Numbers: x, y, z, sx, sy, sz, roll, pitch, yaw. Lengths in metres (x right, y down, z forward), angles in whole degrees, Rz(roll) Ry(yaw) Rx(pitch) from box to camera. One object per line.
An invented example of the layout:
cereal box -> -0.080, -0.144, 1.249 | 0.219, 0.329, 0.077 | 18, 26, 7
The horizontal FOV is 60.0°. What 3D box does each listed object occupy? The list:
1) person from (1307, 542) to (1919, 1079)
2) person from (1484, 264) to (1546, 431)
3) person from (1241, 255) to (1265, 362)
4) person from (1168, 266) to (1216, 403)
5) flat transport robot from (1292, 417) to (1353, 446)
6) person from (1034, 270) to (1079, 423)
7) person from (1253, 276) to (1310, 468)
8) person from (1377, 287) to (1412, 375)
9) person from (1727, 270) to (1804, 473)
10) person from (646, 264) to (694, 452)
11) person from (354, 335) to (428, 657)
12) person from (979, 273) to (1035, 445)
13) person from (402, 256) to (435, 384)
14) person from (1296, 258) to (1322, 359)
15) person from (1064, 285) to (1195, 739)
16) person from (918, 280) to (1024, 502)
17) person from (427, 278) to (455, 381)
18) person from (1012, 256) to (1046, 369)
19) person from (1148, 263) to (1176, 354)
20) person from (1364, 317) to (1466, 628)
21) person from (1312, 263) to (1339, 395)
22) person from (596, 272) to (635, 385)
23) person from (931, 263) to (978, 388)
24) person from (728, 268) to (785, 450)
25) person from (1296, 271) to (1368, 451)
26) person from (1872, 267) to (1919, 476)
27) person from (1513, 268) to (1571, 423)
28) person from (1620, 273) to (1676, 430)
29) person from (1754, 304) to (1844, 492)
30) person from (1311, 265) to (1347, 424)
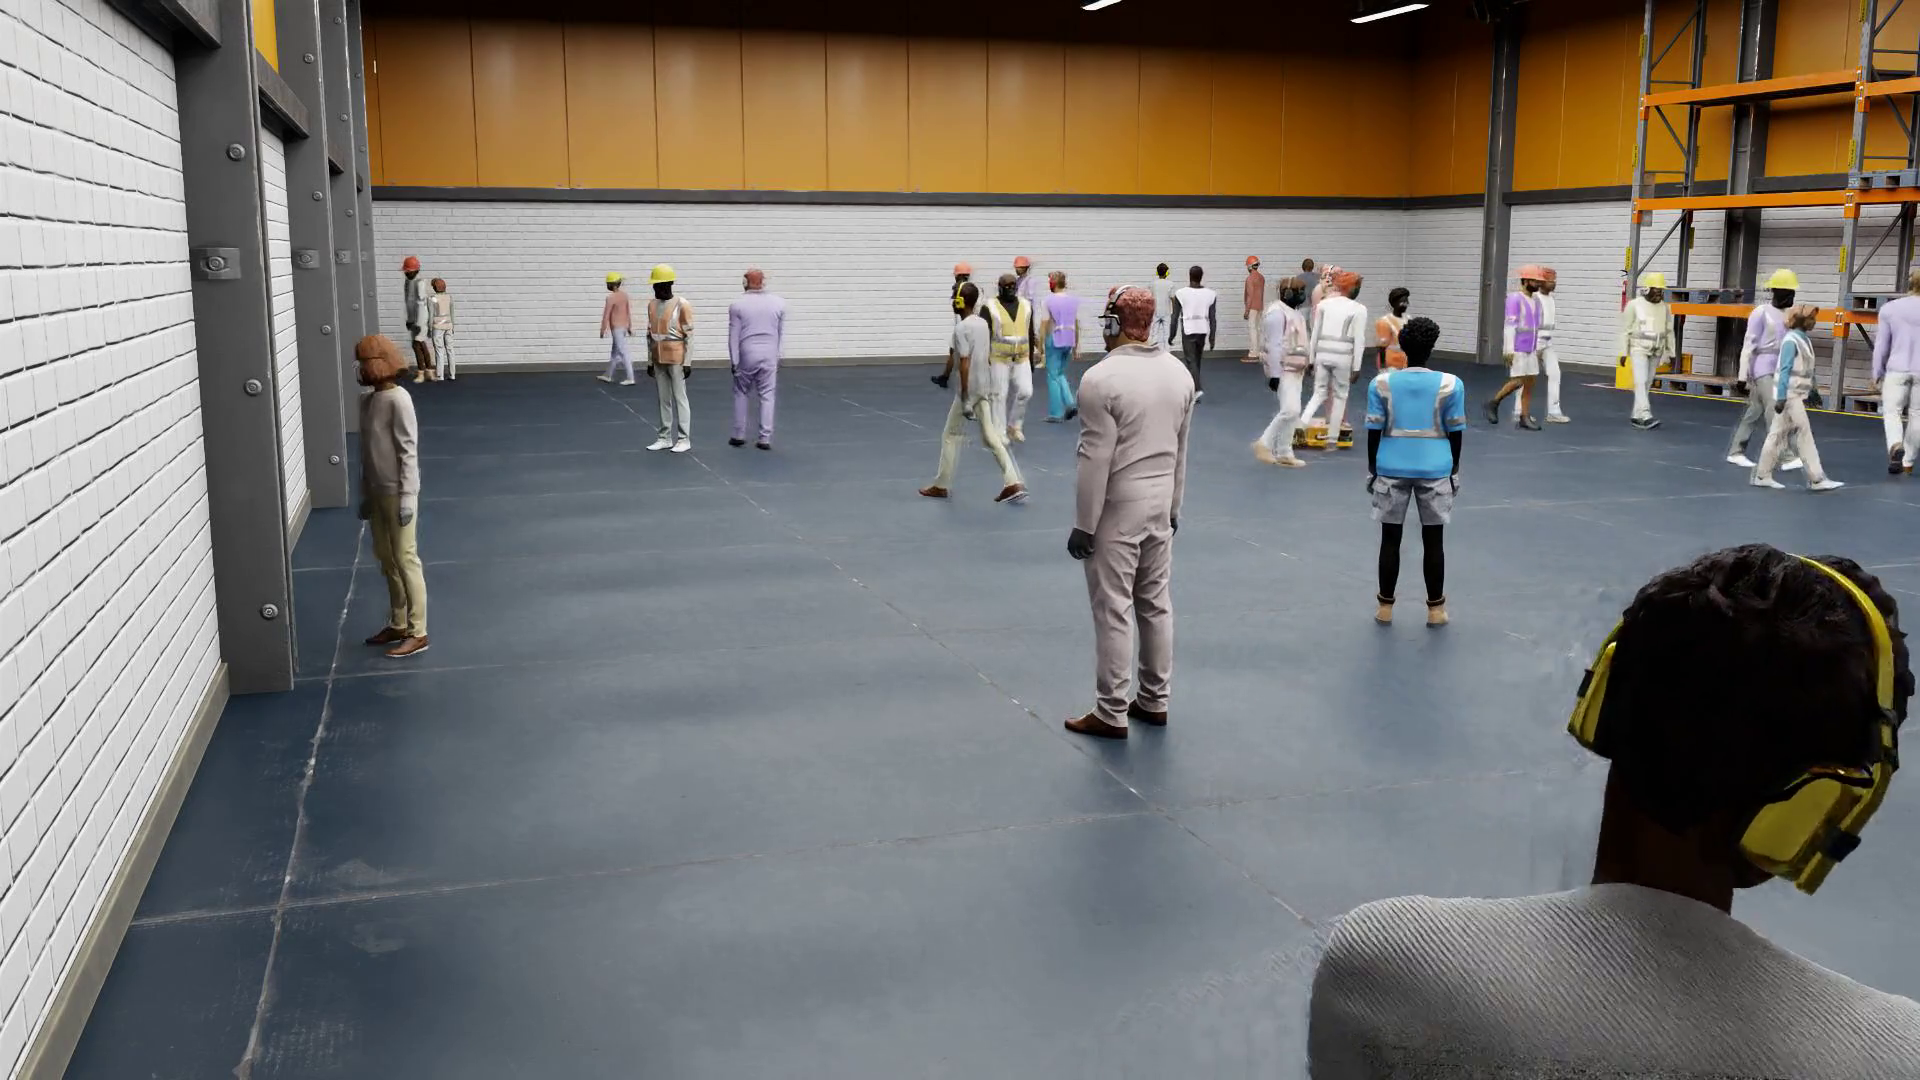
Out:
person -> 0.476, 0.904, 1.361 | 0.585, 1.826, 0.429 | 3, 10, 18
person -> 6.438, -2.217, 19.163 | 0.566, 1.922, 0.601 | -7, 12, -35
person -> 5.501, -4.340, 31.249 | 0.392, 1.990, 0.614 | 7, 12, 35
person -> 3.236, -2.825, 22.842 | 0.595, 1.878, 0.954 | -2, 10, -14
flat transport robot -> 3.838, -1.173, 17.892 | 0.652, 0.197, 1.431 | 1, 10, 8
person -> 1.163, -2.306, 19.945 | 0.572, 1.833, 0.445 | -9, 13, -43
person -> 3.099, -1.580, 15.753 | 0.441, 1.823, 0.645 | 6, 11, 30
person -> 4.654, -1.868, 17.822 | 0.548, 1.678, 0.392 | -8, 13, -39
person -> 7.659, -1.583, 15.611 | 0.597, 1.877, 0.967 | -6, 12, -32
person -> -2.997, -1.859, 17.077 | 0.592, 1.923, 0.381 | 7, 12, 34
person -> -2.903, -0.224, 8.491 | 0.307, 1.623, 0.534 | -8, 13, -40
person -> 0.514, -1.920, 17.721 | 0.651, 1.823, 0.464 | -4, 10, -21
person -> -8.514, -3.451, 26.135 | 0.533, 1.991, 0.696 | -7, 12, -35
person -> 6.645, -4.419, 31.864 | 0.631, 1.940, 0.372 | -3, 10, -17
person -> 0.693, -0.118, 7.053 | 0.651, 1.907, 0.409 | -9, 13, -43
person -> 0.112, -1.214, 13.664 | 0.989, 1.829, 0.509 | 7, 12, 35
person -> -8.279, -3.352, 26.547 | 0.309, 1.641, 0.515 | 6, 12, 33
person -> 1.147, -3.958, 29.042 | 1.045, 1.999, 0.627 | -6, 12, -32
person -> 3.515, -3.885, 28.983 | 0.532, 1.866, 0.319 | 3, 10, 15
person -> 2.472, -0.363, 9.074 | 0.534, 1.697, 0.322 | 4, 10, 20
person -> 5.130, -2.845, 22.871 | 0.584, 1.890, 0.672 | 5, 11, 27
person -> -5.387, -3.257, 25.706 | 0.840, 1.726, 0.557 | 4, 10, 20
person -> 0.026, -3.204, 24.965 | 1.009, 1.882, 0.567 | 7, 12, 35
person -> -2.177, -1.901, 17.459 | 0.640, 1.875, 0.804 | -4, 11, -24
person -> 3.789, -1.804, 16.956 | 0.617, 1.858, 0.699 | 8, 13, 40
person -> 8.615, -1.507, 15.049 | 0.635, 1.923, 0.716 | 5, 11, 26
person -> 7.014, -2.312, 19.913 | 0.589, 1.850, 0.809 | -8, 12, -38
person -> 8.013, -2.168, 19.212 | 0.622, 1.799, 0.752 | -3, 10, -15
person -> 7.240, -1.204, 14.221 | 0.801, 1.606, 0.518 | 7, 12, 35
person -> 3.942, -1.963, 17.737 | 0.401, 1.906, 0.650 | 6, 11, 31
